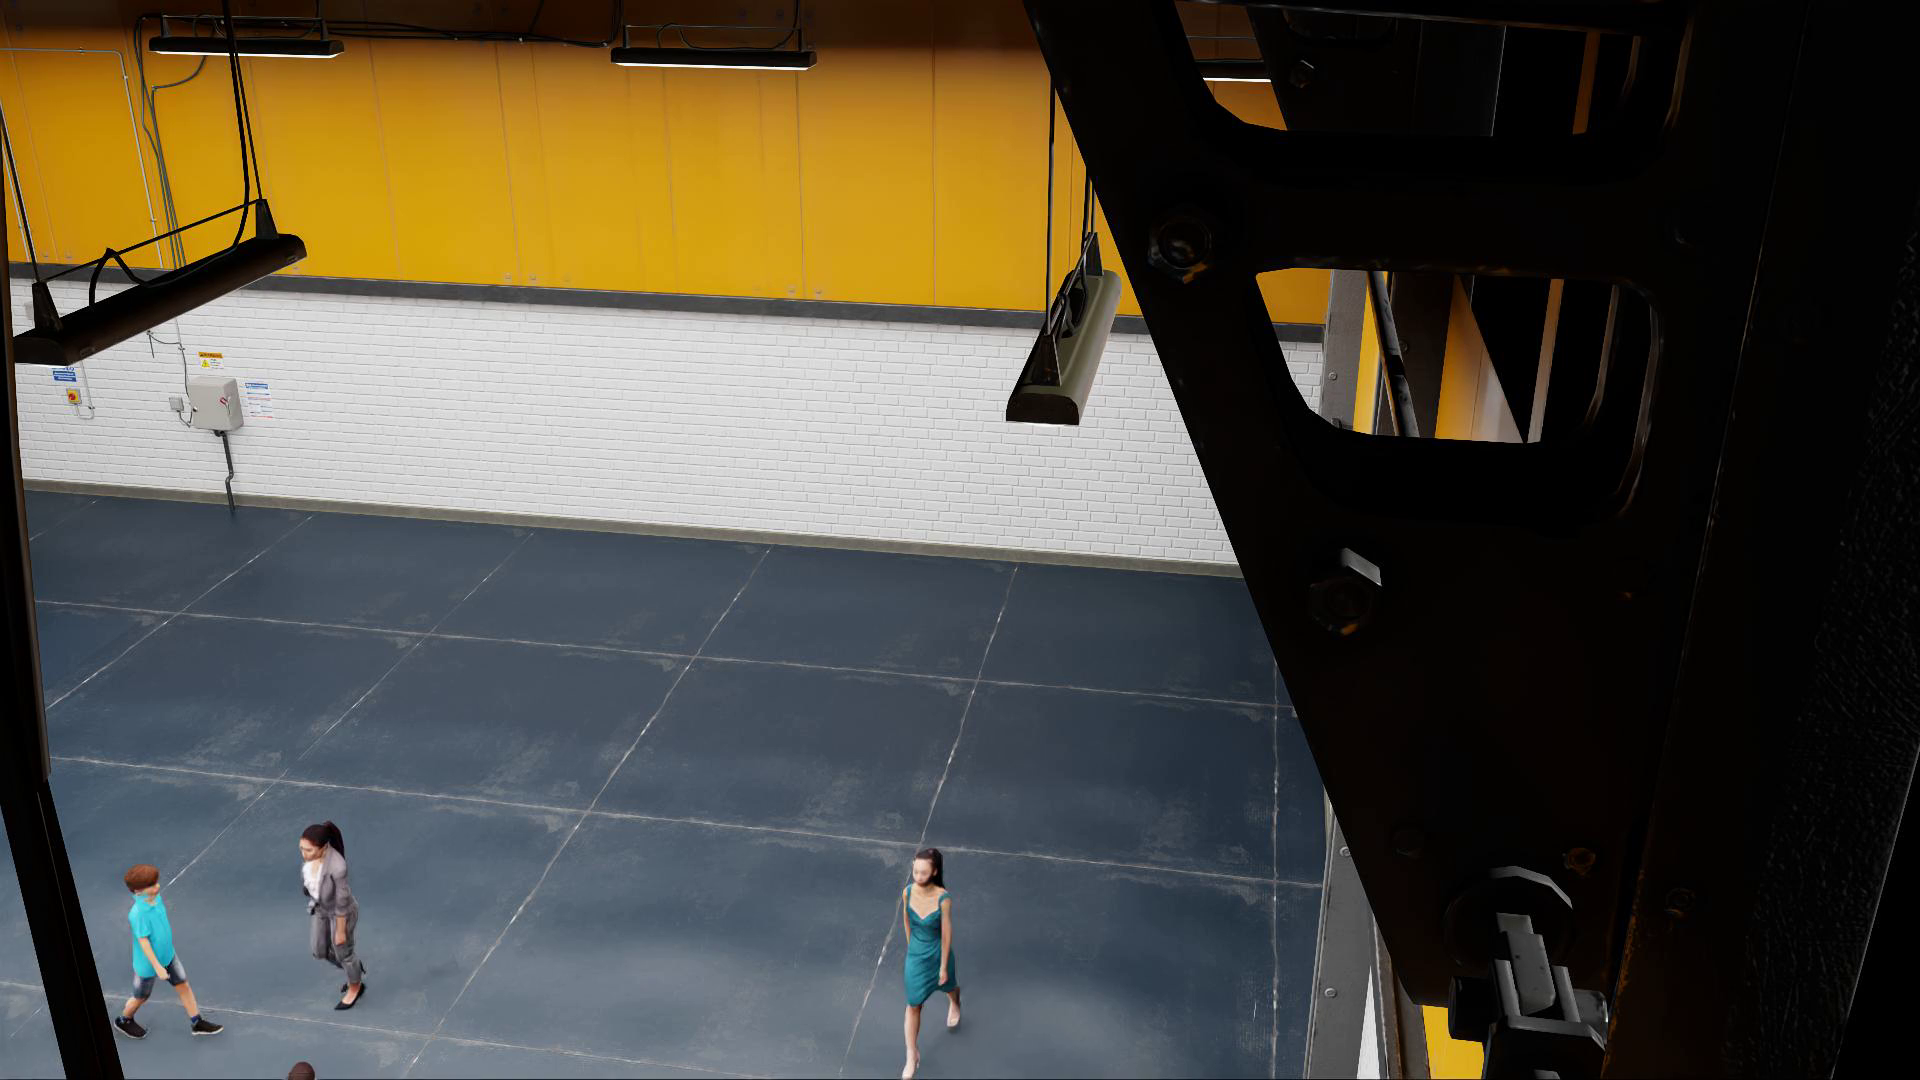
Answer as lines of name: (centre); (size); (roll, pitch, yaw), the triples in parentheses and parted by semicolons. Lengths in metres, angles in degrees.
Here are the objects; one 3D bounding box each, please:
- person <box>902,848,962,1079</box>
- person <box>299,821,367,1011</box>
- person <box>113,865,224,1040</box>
person: (-0.161, 2.874, 11.601); (0.716, 1.639, 1.091); (9, 25, 21)
person: (-4.433, 2.686, 12.019); (0.809, 1.650, 0.797); (-21, 31, -40)
person: (-5.762, 2.935, 11.733); (0.600, 1.422, 0.925); (4, 24, 8)
